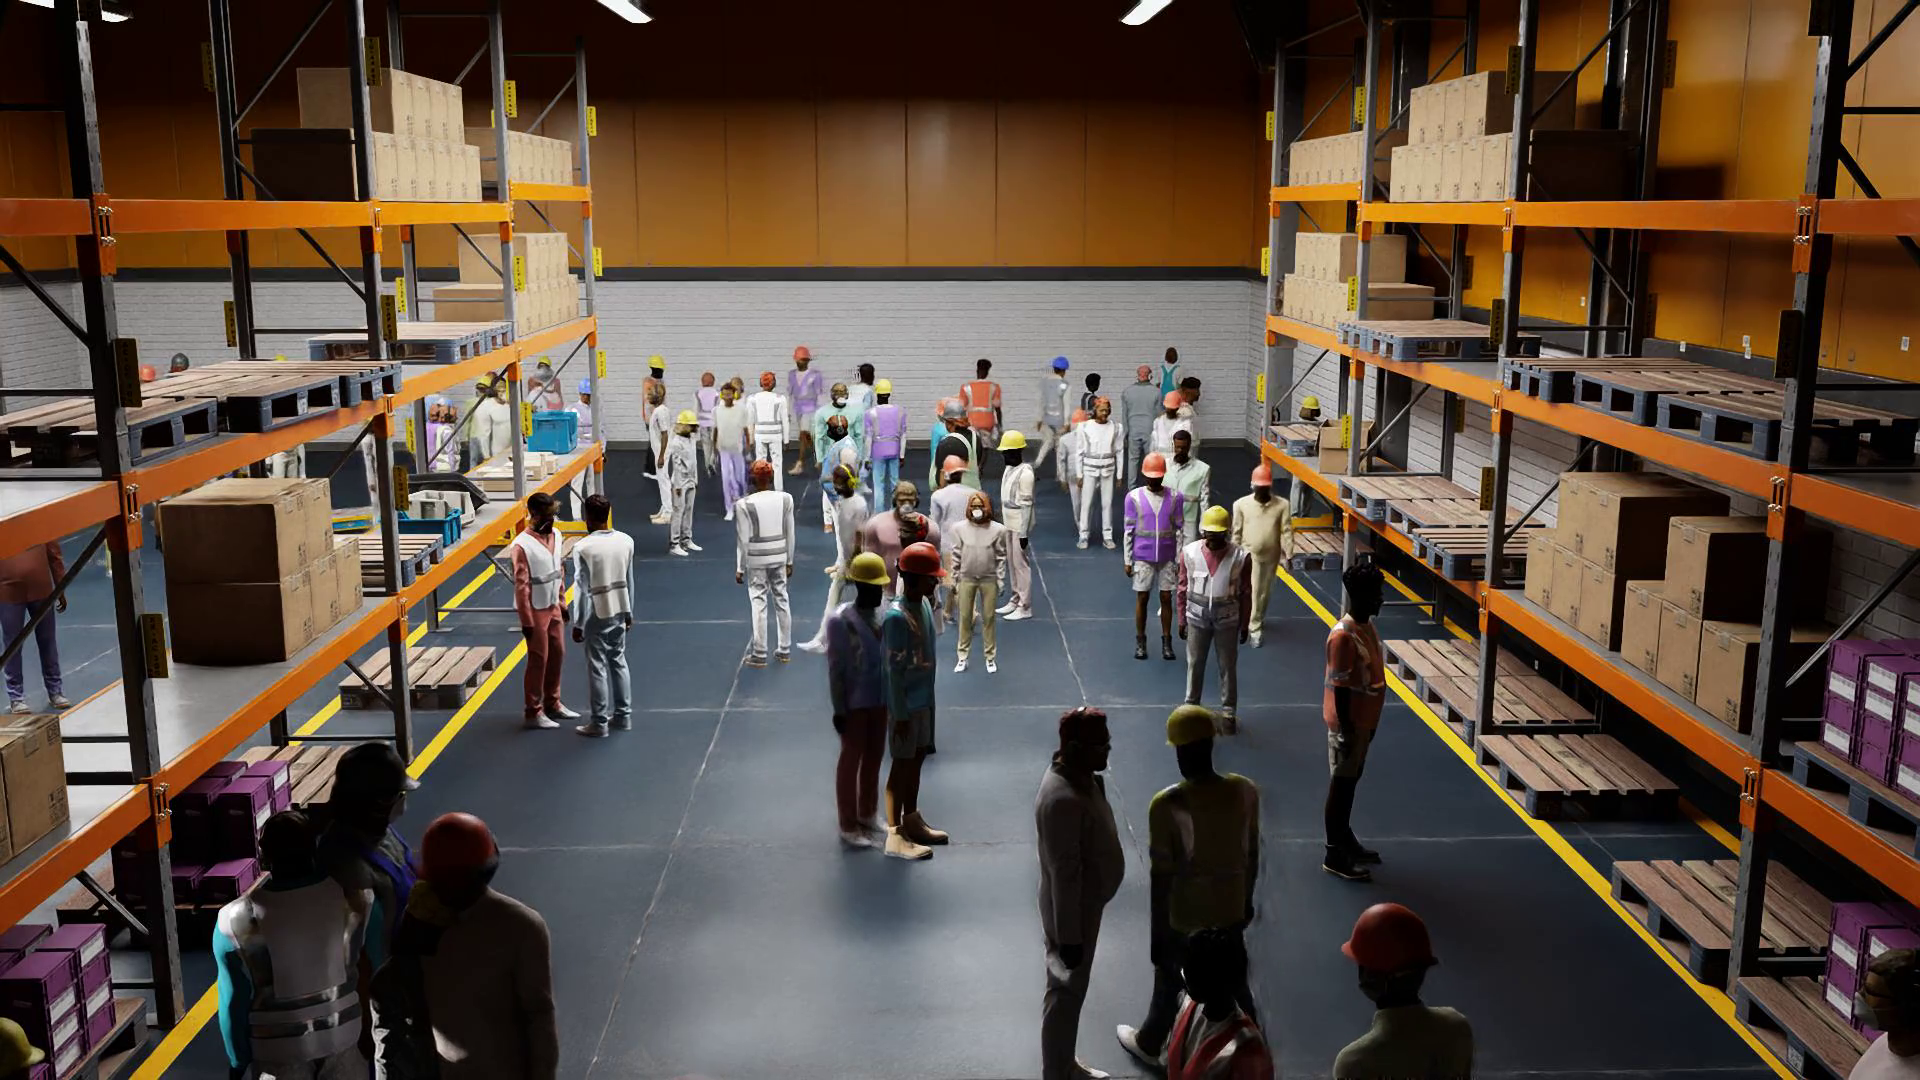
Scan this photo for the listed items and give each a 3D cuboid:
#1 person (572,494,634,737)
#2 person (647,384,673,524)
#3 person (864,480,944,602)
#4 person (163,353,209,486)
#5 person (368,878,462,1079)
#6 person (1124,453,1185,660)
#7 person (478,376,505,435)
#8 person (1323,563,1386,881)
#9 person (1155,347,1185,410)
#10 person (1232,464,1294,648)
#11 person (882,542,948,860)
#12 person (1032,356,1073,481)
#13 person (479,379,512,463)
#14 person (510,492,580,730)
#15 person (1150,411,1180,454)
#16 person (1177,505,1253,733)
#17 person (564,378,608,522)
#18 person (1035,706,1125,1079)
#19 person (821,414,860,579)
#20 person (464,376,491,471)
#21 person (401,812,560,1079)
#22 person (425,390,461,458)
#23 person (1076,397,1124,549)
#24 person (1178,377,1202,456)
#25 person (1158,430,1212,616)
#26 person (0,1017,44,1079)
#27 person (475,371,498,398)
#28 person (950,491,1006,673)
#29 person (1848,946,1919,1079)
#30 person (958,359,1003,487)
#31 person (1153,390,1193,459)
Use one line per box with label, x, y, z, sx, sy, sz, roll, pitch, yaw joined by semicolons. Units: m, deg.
person;-2.779;0.588;13.028;0.402;1.908;0.598;7;13;32
person;-3.926;-1.129;21.782;0.330;1.844;0.520;-2;12;-12
person;-0.471;0.465;13.574;0.679;1.928;0.488;0;11;-2
person;-11.249;-1.697;24.141;0.682;2.000;0.536;-3;12;-16
person;-1.903;2.046;6.149;0.487;1.738;0.321;-9;14;-38
person;1.775;0.149;15.187;0.550;1.925;0.391;0;11;-2
person;-6.122;-1.223;22.098;0.383;1.912;0.585;7;13;33
person;2.443;1.102;10.295;0.367;1.966;0.605;5;12;25
person;3.467;-2.255;27.438;0.515;1.842;0.328;5;12;22
person;2.888;0.108;15.913;0.569;1.720;0.843;0;11;1
person;-0.277;1.013;10.579;0.403;2.035;0.605;3;12;17
person;1.403;-1.805;24.987;0.624;1.916;0.696;9;15;39
person;-5.960;-1.138;21.685;0.513;1.919;0.640;8;14;36
person;-3.328;0.556;13.198;0.404;1.906;0.598;4;12;17
person;2.660;-0.864;21.059;0.521;1.613;0.773;1;11;4
person;1.993;0.620;13.083;0.591;1.823;0.404;3;12;16
person;-4.836;-1.135;21.569;0.402;1.943;0.605;11;16;43
person;0.544;1.676;7.565;0.403;1.906;0.651;2;11;8
person;-1.336;-0.491;18.612;0.429;1.838;0.625;-3;12;-14
person;-6.781;-1.457;23.668;0.526;1.754;0.377;-1;11;-6
person;-1.767;1.933;6.089;0.627;1.985;0.409;4;12;18
person;-6.942;-1.237;21.925;0.647;2.009;0.713;3;12;16
person;1.690;-0.805;20.120;0.587;1.872;0.381;-1;11;-3
person;2.928;-1.134;21.541;0.363;1.958;0.676;1;11;4
person;2.235;-0.174;16.832;0.589;1.912;0.391;4;12;19
person;-2.882;2.267;5.043;0.486;1.737;0.327;10;15;40
person;-7.137;-1.760;25.464;0.514;1.642;0.311;-1;11;-4
person;0.161;0.374;14.784;0.498;1.633;0.285;1;11;3
person;2.824;2.155;5.086;0.372;1.940;0.632;5;12;23
person;0.262;-1.687;24.373;0.741;1.922;0.642;0;11;0
person;2.681;-0.951;20.812;0.554;1.890;0.984;8;14;34
